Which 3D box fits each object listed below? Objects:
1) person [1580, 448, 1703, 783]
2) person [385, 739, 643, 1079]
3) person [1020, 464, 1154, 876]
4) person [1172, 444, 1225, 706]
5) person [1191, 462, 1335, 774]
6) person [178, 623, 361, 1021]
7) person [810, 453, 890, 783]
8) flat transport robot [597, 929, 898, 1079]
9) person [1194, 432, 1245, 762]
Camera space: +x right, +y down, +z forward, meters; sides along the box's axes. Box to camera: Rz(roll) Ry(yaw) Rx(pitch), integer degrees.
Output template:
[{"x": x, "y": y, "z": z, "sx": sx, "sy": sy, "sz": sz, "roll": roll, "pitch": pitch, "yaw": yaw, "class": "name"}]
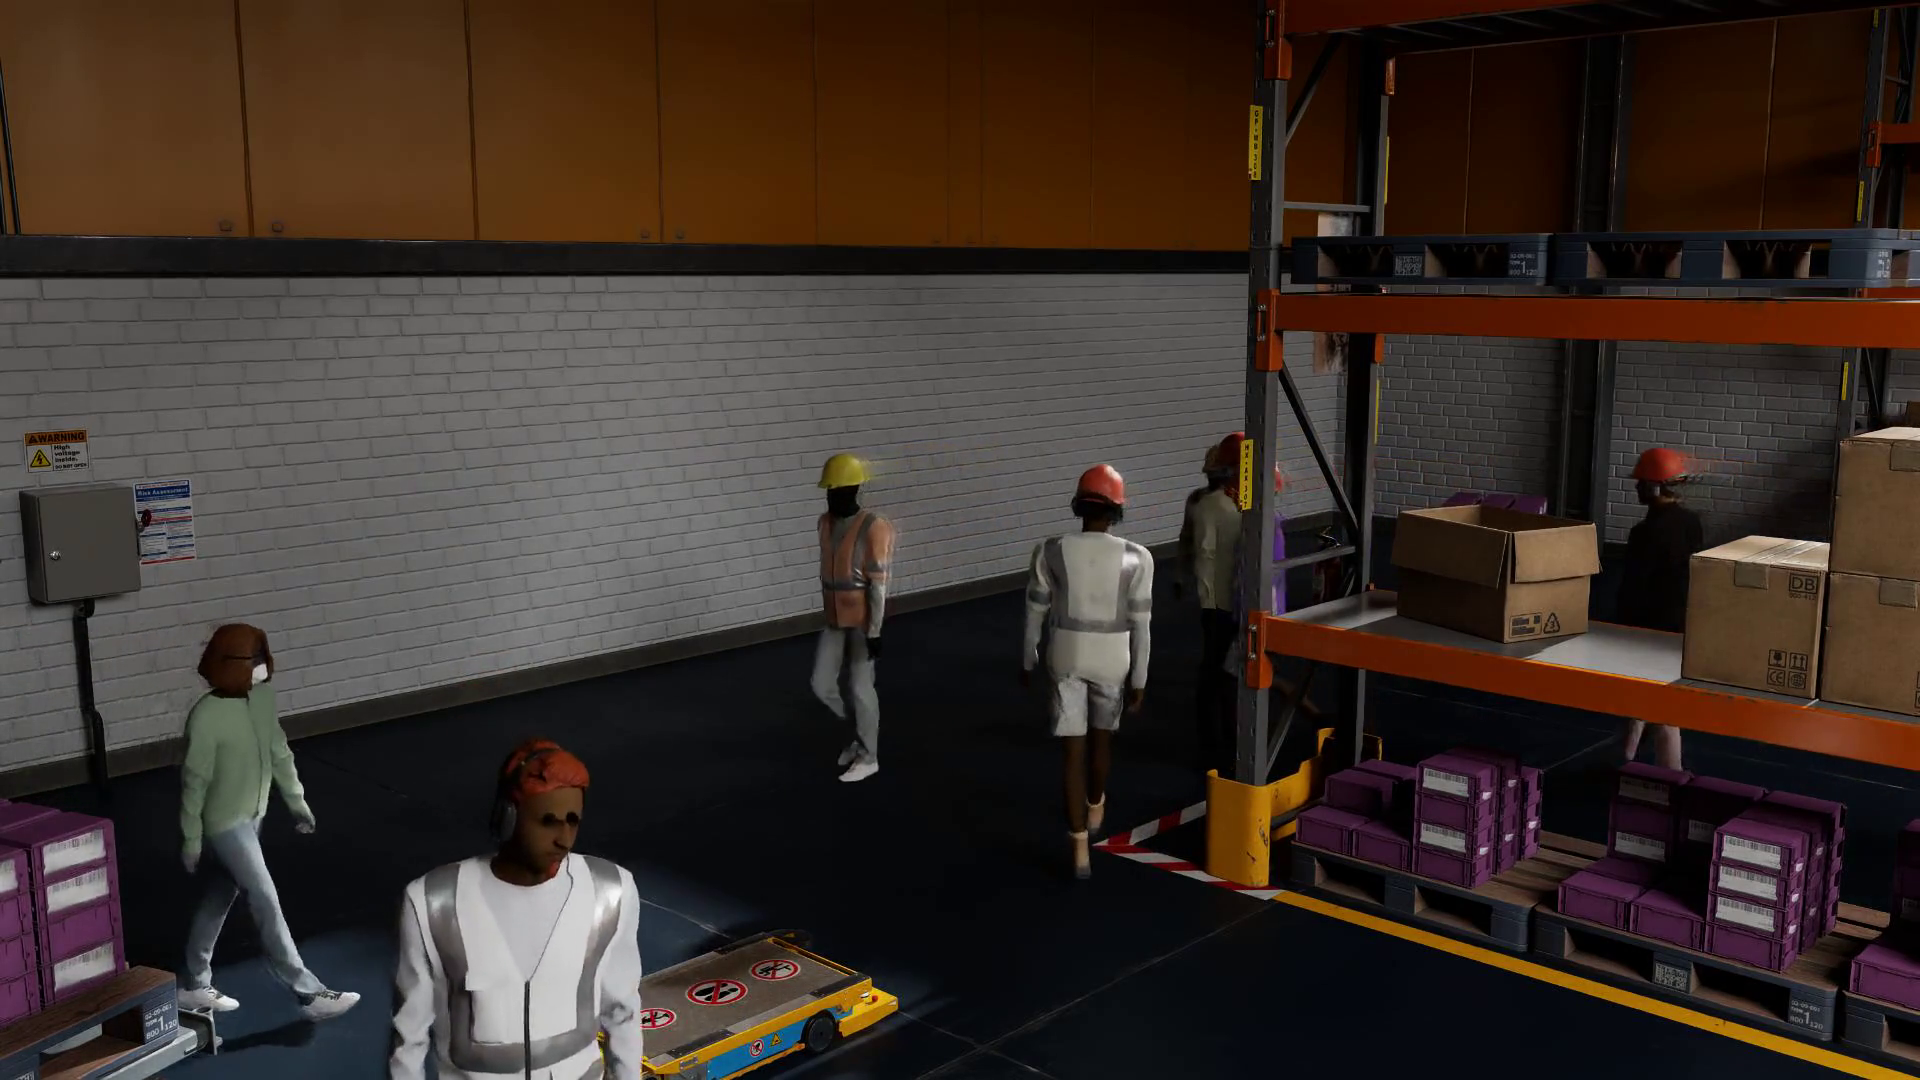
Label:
[{"x": 3.736, "y": 0.466, "z": 9.252, "sx": 0.646, "sy": 1.968, "sz": 0.807, "roll": -8, "pitch": 12, "yaw": -42, "class": "person"}, {"x": -1.069, "y": 1.378, "z": 3.998, "sx": 0.618, "sy": 1.865, "sz": 0.481, "roll": -4, "pitch": 10, "yaw": -23, "class": "person"}, {"x": 0.628, "y": 0.617, "z": 8.299, "sx": 0.644, "sy": 1.995, "sz": 1.059, "roll": 0, "pitch": 9, "yaw": 2, "class": "person"}, {"x": 1.707, "y": 0.256, "z": 11.108, "sx": 0.617, "sy": 1.783, "sz": 0.897, "roll": 7, "pitch": 12, "yaw": 37, "class": "person"}, {"x": 1.810, "y": 0.455, "z": 9.605, "sx": 0.830, "sy": 1.895, "sz": 0.547, "roll": 2, "pitch": 9, "yaw": 10, "class": "person"}, {"x": -2.758, "y": 1.105, "z": 6.489, "sx": 0.826, "sy": 1.587, "sz": 0.511, "roll": 1, "pitch": 9, "yaw": 5, "class": "person"}, {"x": -0.638, "y": 0.451, "z": 9.560, "sx": 0.595, "sy": 1.912, "sz": 0.409, "roll": 8, "pitch": 12, "yaw": 42, "class": "person"}, {"x": -0.969, "y": 1.810, "z": 6.227, "sx": 0.652, "sy": 0.197, "sz": 1.431, "roll": 9, "pitch": 13, "yaw": 43, "class": "flat transport robot"}, {"x": 1.620, "y": 0.356, "z": 9.873, "sx": 0.377, "sy": 1.995, "sz": 0.612, "roll": 9, "pitch": 13, "yaw": 42, "class": "person"}]
